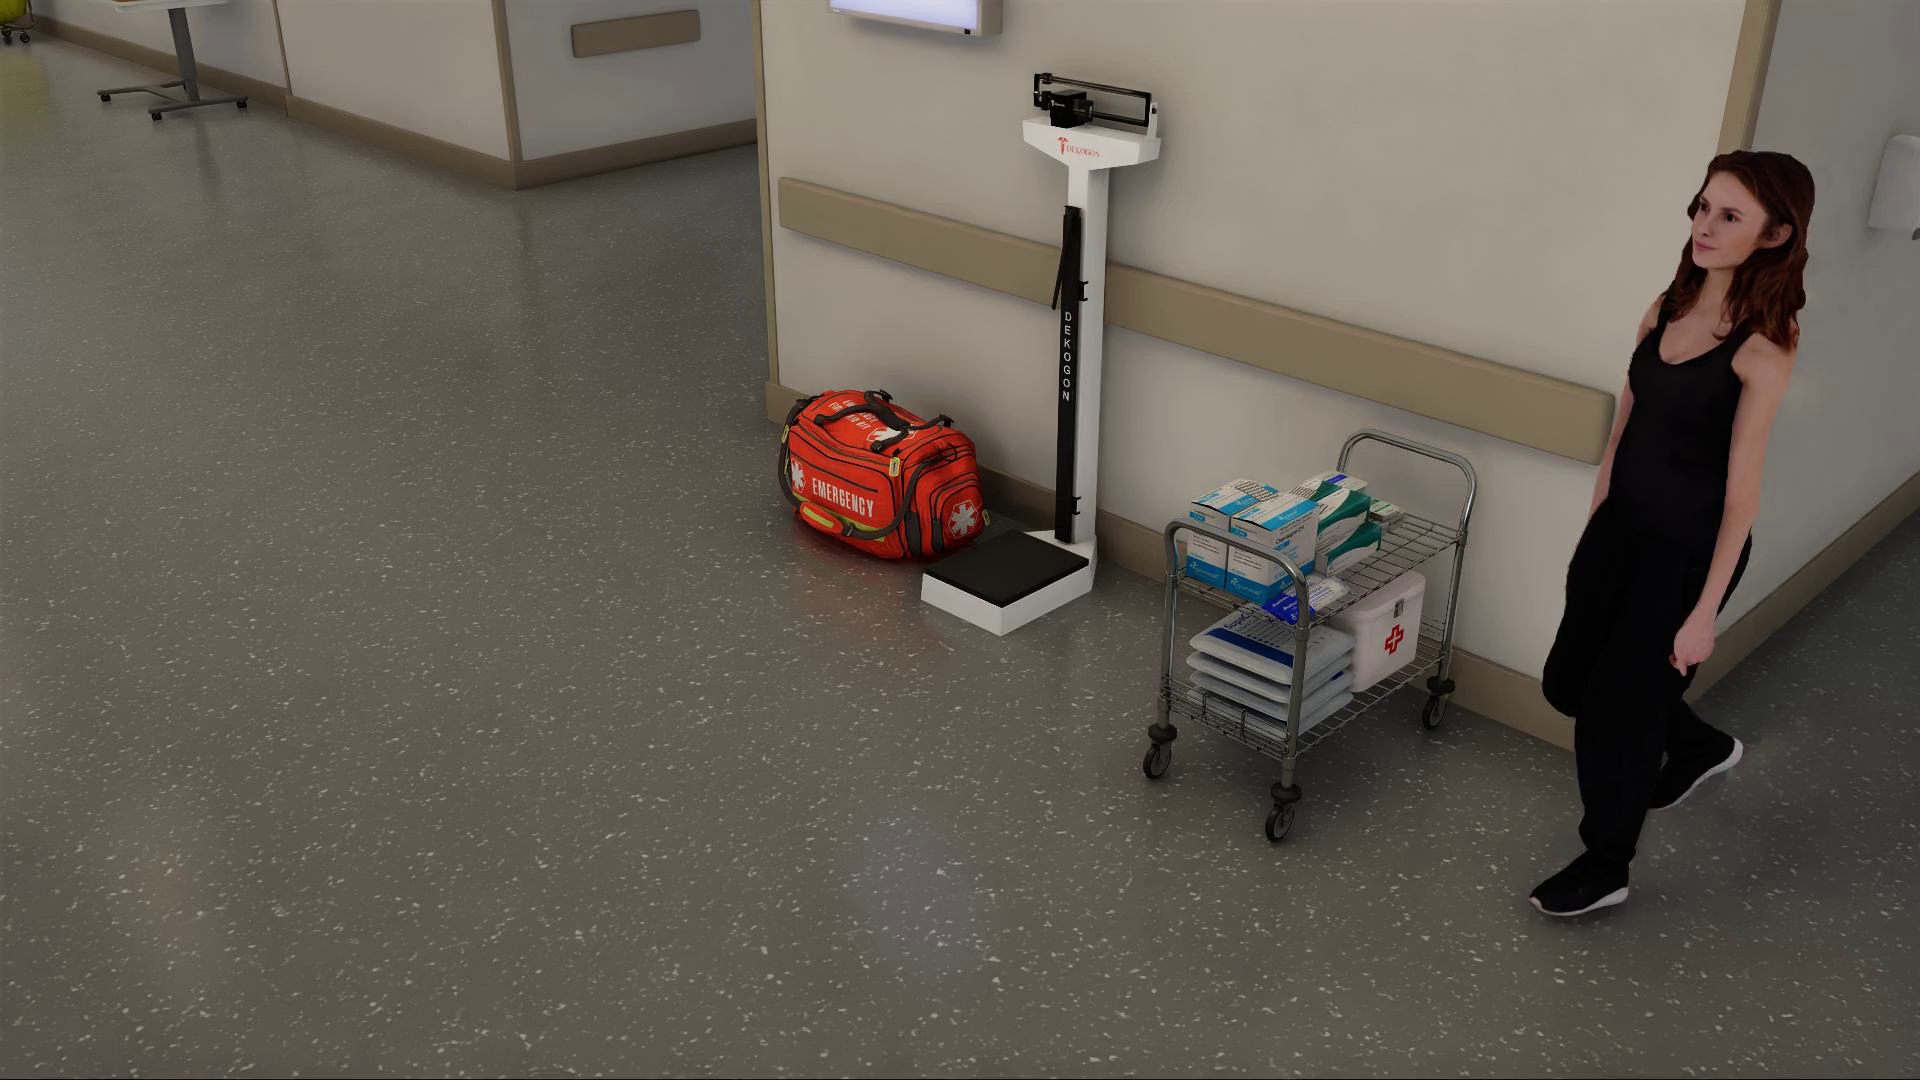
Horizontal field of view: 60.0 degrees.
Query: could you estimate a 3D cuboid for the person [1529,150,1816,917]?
[{"bbox_3d":[1.582,0.027,3.566,0.853,1.733,0.881,-9,27,-17],"label":"person"}]
